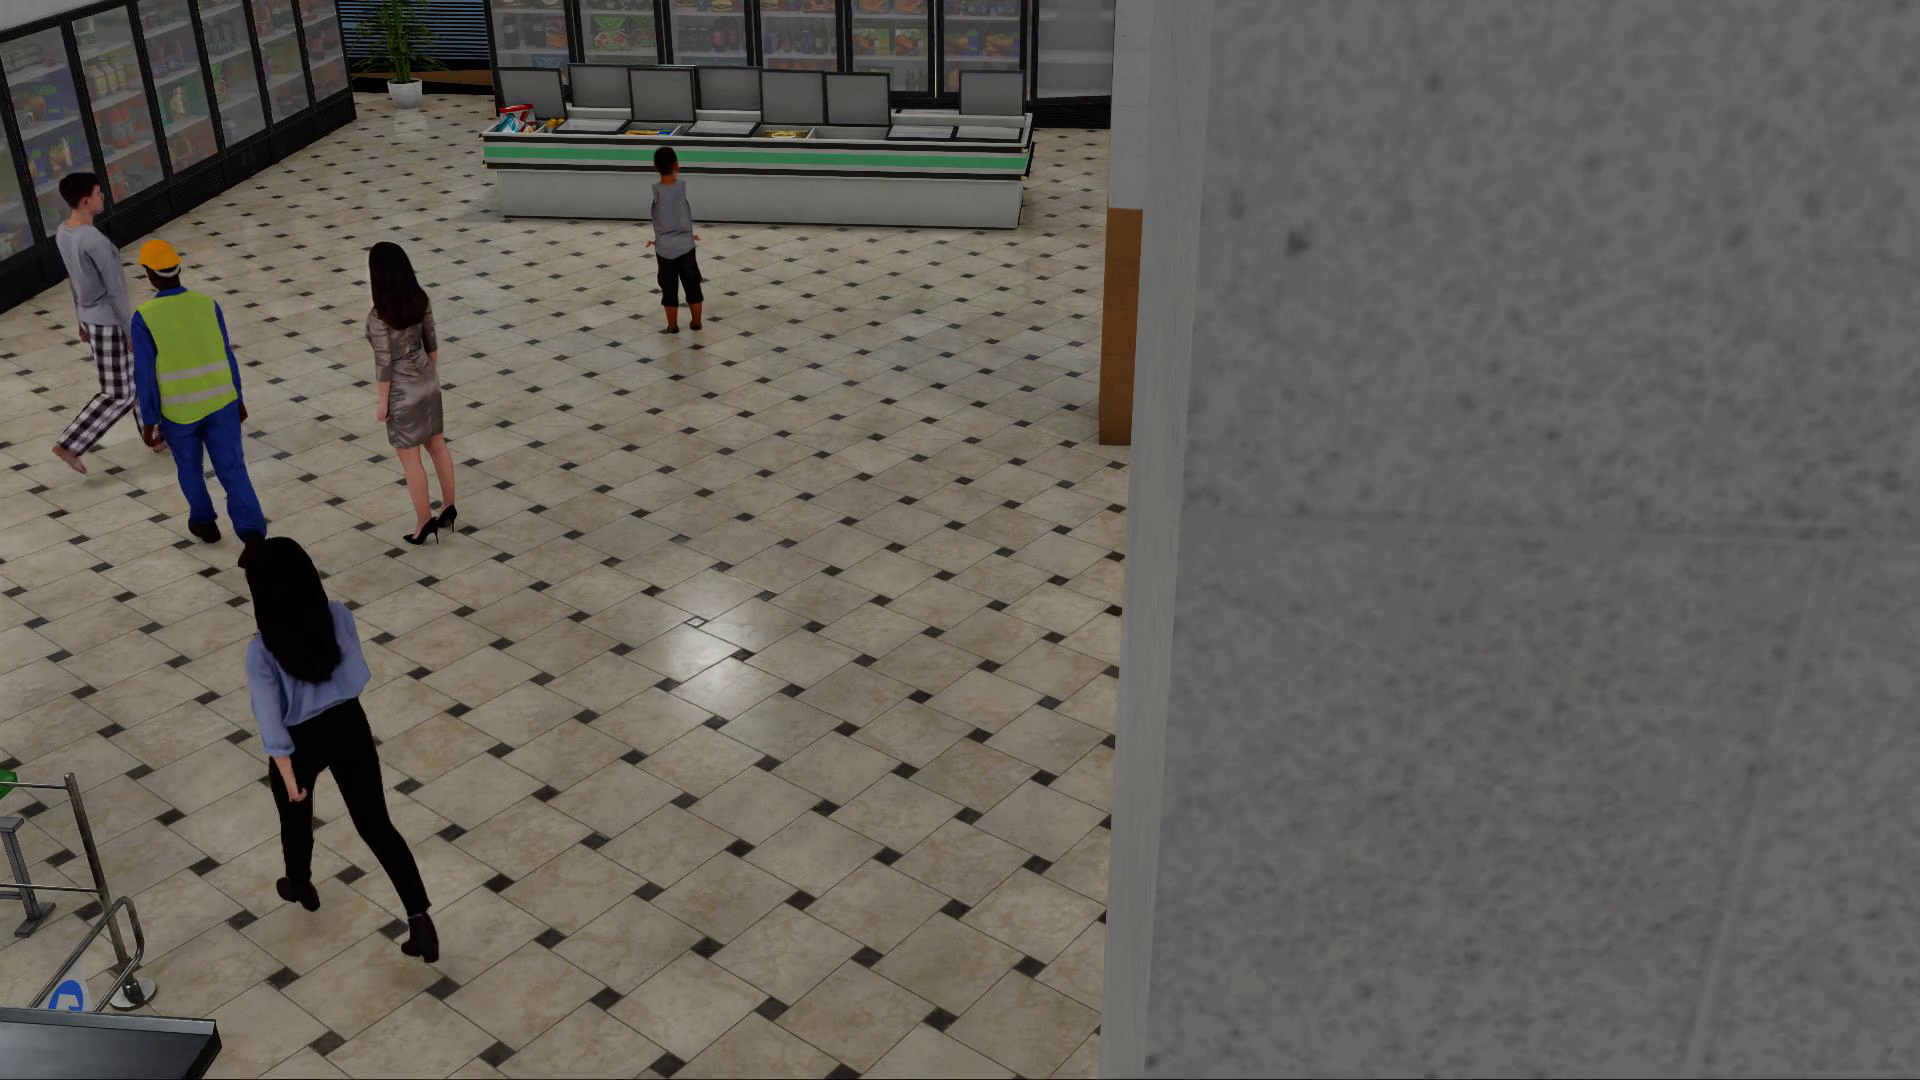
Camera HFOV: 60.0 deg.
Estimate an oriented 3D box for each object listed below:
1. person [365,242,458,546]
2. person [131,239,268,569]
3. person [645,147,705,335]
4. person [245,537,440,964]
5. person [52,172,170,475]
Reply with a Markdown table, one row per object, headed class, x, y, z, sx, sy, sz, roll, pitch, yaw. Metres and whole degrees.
| class | x | y | z | sx | sy | sz | roll | pitch | yaw |
| --- | --- | --- | --- | --- | --- | --- | --- | --- | --- |
| person | -3.040 | -0.804 | 9.214 | 0.634 | 1.746 | 0.661 | 13 | 30 | 24 |
| person | -4.060 | -0.675 | 8.940 | 1.221 | 1.765 | 1.255 | -20 | 33 | -34 |
| person | -2.129 | -2.265 | 12.419 | 0.576 | 1.455 | 0.707 | -9 | 28 | -16 |
| person | -2.252 | 0.815 | 6.075 | 1.257 | 1.698 | 1.057 | 19 | 32 | 32 |
| person | -5.247 | -1.268 | 10.053 | 1.120 | 1.816 | 1.088 | 22 | 34 | 36 |
